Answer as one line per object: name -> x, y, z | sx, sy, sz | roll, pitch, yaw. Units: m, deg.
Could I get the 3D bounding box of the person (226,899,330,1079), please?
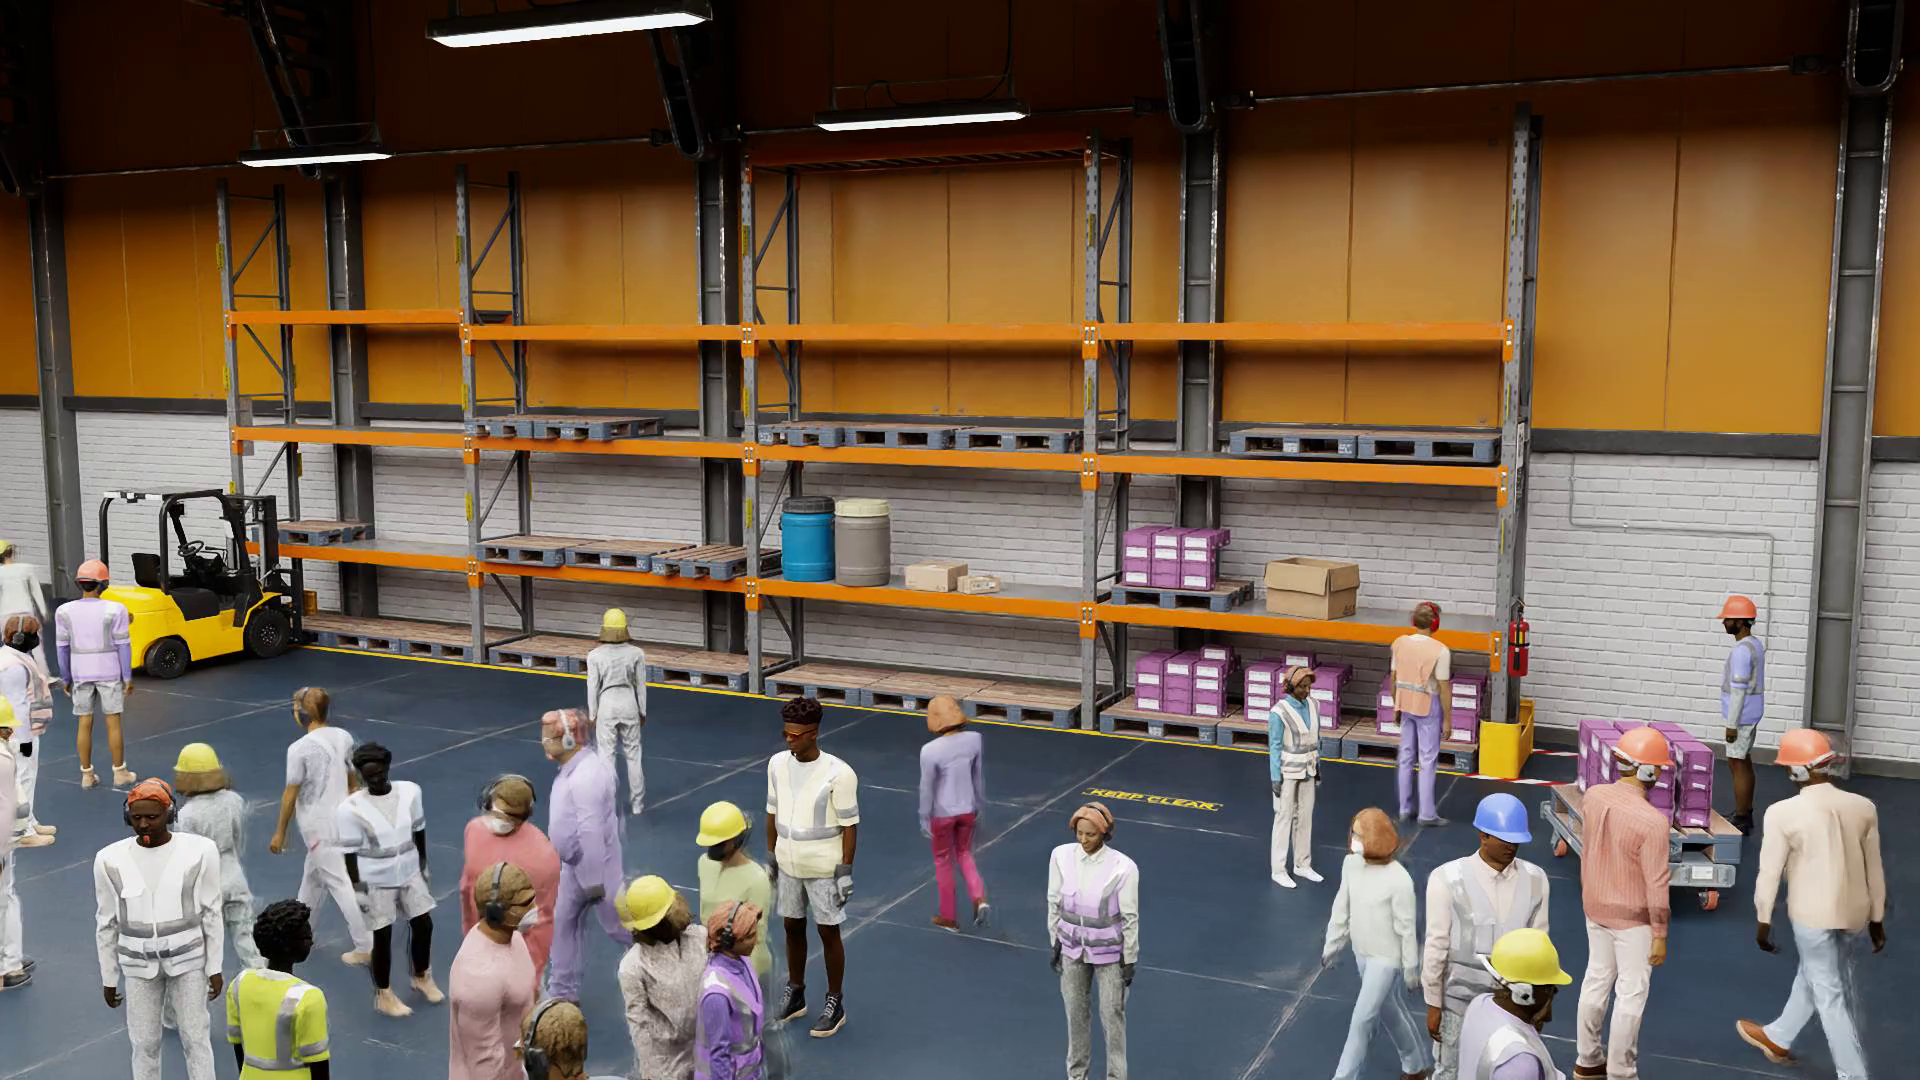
person -> -2.769, 2.313, 6.841 | 0.539, 1.698, 0.318 | 4, 8, 29

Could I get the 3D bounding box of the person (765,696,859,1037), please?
person -> -0.869, 1.854, 9.543 | 0.612, 1.963, 0.363 | 4, 8, 31

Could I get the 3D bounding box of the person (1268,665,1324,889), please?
person -> 2.435, 1.709, 12.113 | 0.528, 1.630, 0.319 | -6, 9, -39

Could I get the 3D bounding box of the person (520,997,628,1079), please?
person -> -1.232, 2.393, 5.262 | 0.368, 1.929, 0.637 | 4, 8, 28

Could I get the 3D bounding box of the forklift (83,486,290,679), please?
forklift -> -9.426, 0.454, 20.179 | 1.214, 2.155, 2.313 | 3, 8, 26

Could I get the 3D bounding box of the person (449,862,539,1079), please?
person -> -1.849, 2.225, 6.652 | 0.372, 1.931, 0.631 | -1, 7, -6

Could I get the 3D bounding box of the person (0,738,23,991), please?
person -> -6.002, 1.845, 10.194 | 0.656, 1.838, 0.430 | 7, 10, 44

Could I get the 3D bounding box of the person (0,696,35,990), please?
person -> -5.923, 1.849, 10.198 | 0.403, 1.820, 0.602 | -4, 8, -29

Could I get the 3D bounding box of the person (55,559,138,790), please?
person -> -7.642, 1.188, 14.731 | 0.609, 2.043, 0.397 | -1, 7, -8

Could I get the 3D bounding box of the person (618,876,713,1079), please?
person -> -1.191, 2.268, 7.221 | 0.384, 1.696, 0.529 | 5, 8, 35

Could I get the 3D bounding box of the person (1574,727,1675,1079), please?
person -> 3.492, 1.950, 8.704 | 0.407, 1.981, 0.625 | -2, 7, -18

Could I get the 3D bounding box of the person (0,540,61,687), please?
person -> -10.676, 0.845, 18.879 | 0.646, 1.720, 0.441 | -6, 9, -39

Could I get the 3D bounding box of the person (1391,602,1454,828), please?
person -> 3.792, 1.425, 13.620 | 0.454, 1.841, 0.603 | -5, 8, -34

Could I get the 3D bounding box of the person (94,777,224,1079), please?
person -> -3.883, 2.076, 8.102 | 0.568, 1.878, 0.351 | -2, 7, -15

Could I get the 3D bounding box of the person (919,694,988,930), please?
person -> -0.037, 1.832, 11.122 | 0.517, 1.614, 0.413 | -5, 8, -34

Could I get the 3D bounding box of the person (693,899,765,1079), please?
person -> -0.976, 2.318, 7.085 | 0.324, 1.631, 0.523 | 0, 7, 2

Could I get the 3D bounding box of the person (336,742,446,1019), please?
person -> -3.335, 1.979, 9.719 | 0.376, 1.673, 0.570 | 6, 9, 43

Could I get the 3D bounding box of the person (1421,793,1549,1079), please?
person -> 2.418, 2.100, 7.638 | 0.606, 1.940, 0.420 | -1, 7, -9

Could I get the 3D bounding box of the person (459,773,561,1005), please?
person -> -2.180, 2.055, 8.156 | 0.710, 1.907, 0.384 | 6, 9, 40

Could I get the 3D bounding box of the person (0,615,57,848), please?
person -> -7.356, 1.498, 13.067 | 0.429, 1.831, 0.635 | -4, 8, -30

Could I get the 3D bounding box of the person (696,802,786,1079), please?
person -> -1.177, 2.132, 8.251 | 0.535, 1.709, 0.899 | 6, 9, 39

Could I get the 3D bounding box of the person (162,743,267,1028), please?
person -> -4.283, 1.993, 9.479 | 0.903, 1.697, 0.487 | 4, 8, 27

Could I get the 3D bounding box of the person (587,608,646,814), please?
person -> -2.870, 1.436, 13.916 | 0.492, 1.740, 0.324 | -3, 7, -21

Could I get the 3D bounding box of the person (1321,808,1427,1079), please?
person -> 2.127, 2.156, 8.591 | 0.856, 1.588, 0.518 | -3, 7, -22

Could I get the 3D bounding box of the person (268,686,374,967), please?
person -> -4.094, 1.818, 10.589 | 0.982, 1.794, 0.502 | 2, 7, 17

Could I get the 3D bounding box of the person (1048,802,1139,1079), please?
person -> 0.690, 2.139, 8.587 | 0.505, 1.630, 0.323 | 4, 8, 31

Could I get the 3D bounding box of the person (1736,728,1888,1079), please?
person -> 4.526, 1.968, 8.763 | 0.627, 1.927, 1.010 | -1, 7, -9

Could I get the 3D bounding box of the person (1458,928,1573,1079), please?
person -> 2.053, 2.329, 6.175 | 0.404, 1.828, 0.602 | 0, 7, 3

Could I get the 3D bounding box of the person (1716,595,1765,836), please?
person -> 6.261, 1.407, 13.406 | 0.387, 1.930, 0.544 | 5, 8, 34
